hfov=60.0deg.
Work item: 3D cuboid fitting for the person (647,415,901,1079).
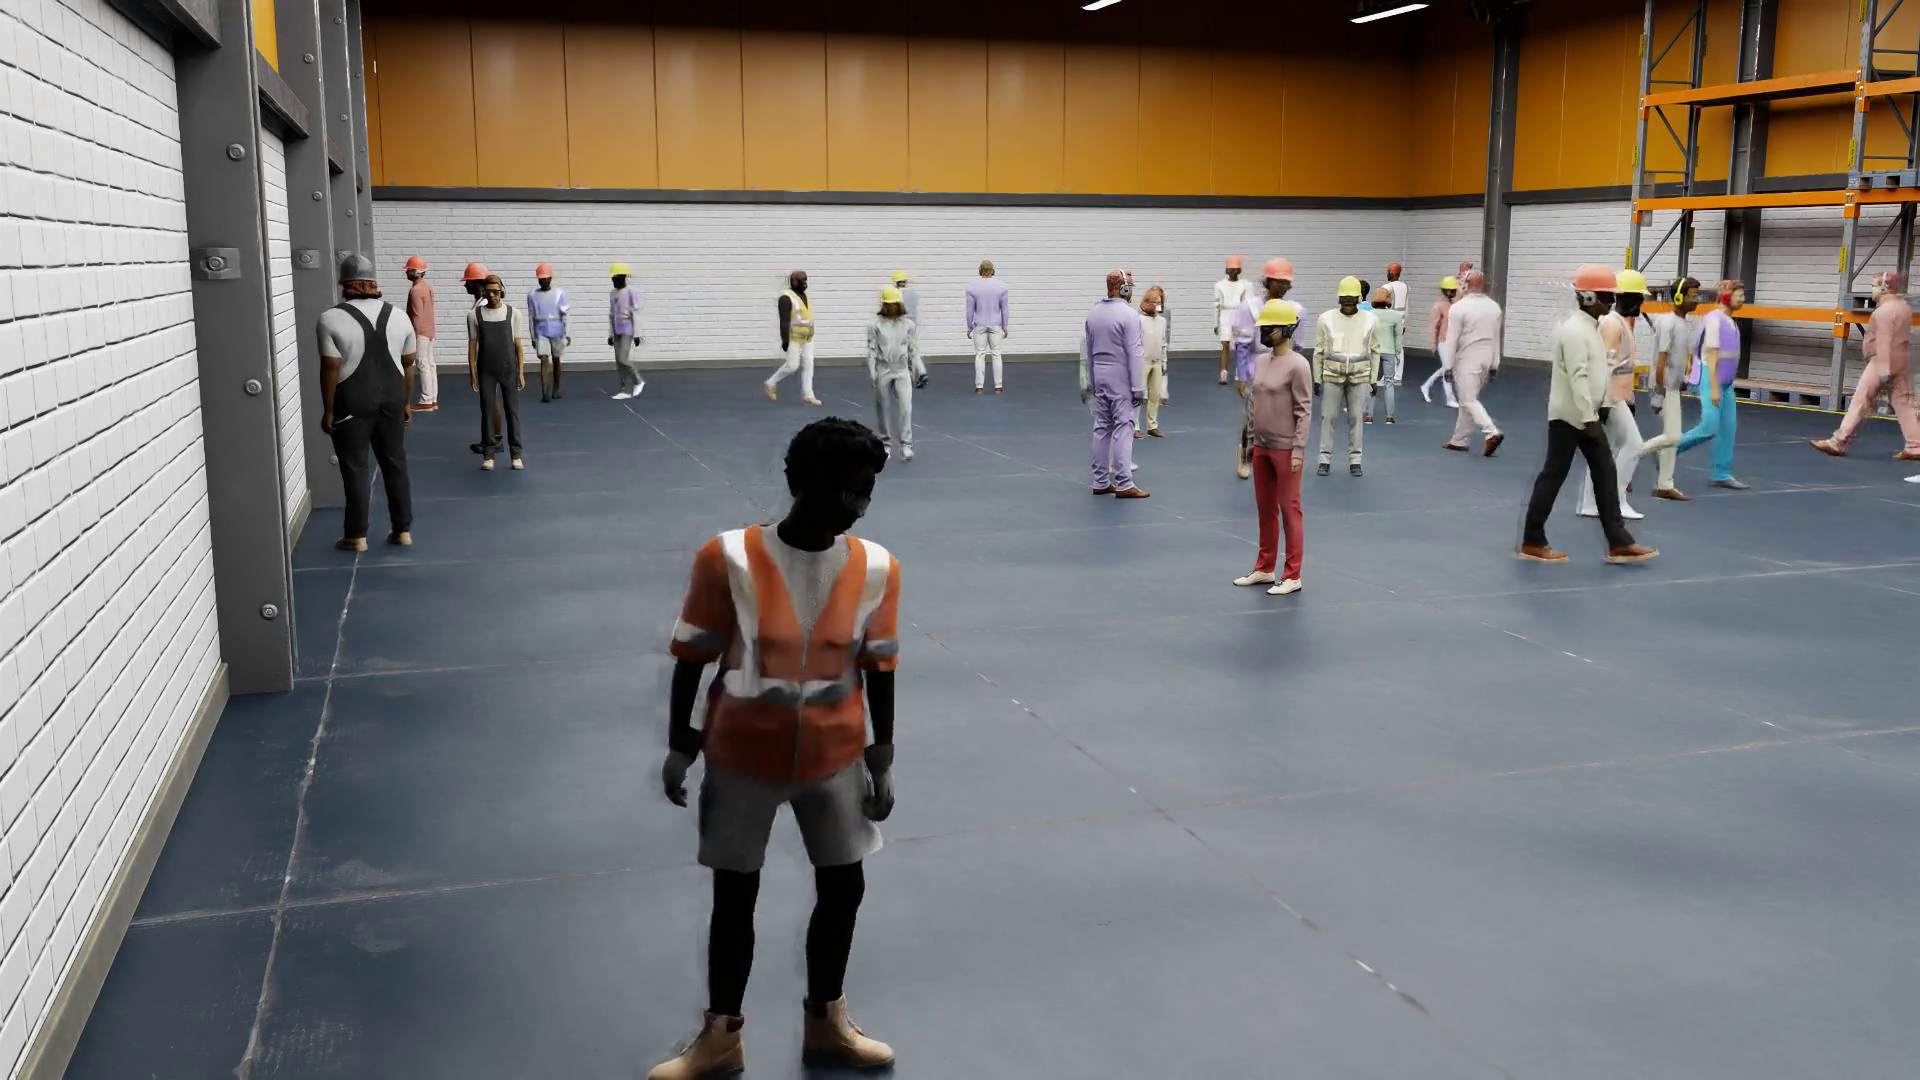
[{"bbox_3d":[-0.465,0.533,3.987,0.661,1.670,0.321,-3,10,-17],"label":"person"}]

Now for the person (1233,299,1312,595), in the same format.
[{"bbox_3d":[1.892,-0.558,10.008,0.311,1.768,0.532,-5,11,-26],"label":"person"}]

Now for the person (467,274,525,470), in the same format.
[{"bbox_3d":[-4.363,-1.571,15.668,0.505,1.842,0.332,-3,10,-15],"label":"person"}]

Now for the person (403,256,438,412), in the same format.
[{"bbox_3d":[-6.971,-2.659,21.504,0.372,1.996,0.620,0,10,-1],"label":"person"}]

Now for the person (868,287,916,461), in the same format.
[{"bbox_3d":[-0.649,-1.614,16.308,0.498,1.701,0.883,-2,10,-11],"label":"person"}]

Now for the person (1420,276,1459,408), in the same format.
[{"bbox_3d":[6.440,-2.646,22.146,0.521,1.740,0.782,-7,12,-36],"label":"person"}]

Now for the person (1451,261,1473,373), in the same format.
[{"bbox_3d":[8.076,-3.501,26.656,0.407,1.903,0.639,-8,12,-38],"label":"person"}]

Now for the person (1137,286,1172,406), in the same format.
[{"bbox_3d":[2.587,-2.562,22.080,0.511,1.605,0.752,-2,10,-11],"label":"person"}]

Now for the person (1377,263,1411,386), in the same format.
[{"bbox_3d":[6.639,-3.297,25.537,0.575,1.880,0.355,-6,12,-33],"label":"person"}]

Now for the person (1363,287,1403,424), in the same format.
[{"bbox_3d":[5.028,-2.200,19.894,0.497,1.633,0.278,2,10,11],"label":"person"}]

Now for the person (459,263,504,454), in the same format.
[{"bbox_3d":[-4.875,-1.848,16.979,0.379,1.938,0.547,-3,10,-19],"label":"person"}]

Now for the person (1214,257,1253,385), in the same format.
[{"bbox_3d":[4.287,-3.438,26.063,0.623,1.990,1.086,3,10,16],"label":"person"}]

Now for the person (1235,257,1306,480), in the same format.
[{"bbox_3d":[2.680,-1.452,14.495,0.618,2.015,0.907,-1,10,-5],"label":"person"}]

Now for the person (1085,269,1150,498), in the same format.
[{"bbox_3d":[1.332,-1.303,13.916,0.407,1.910,0.638,-7,12,-33],"label":"person"}]

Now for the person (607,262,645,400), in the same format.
[{"bbox_3d":[-4.696,-2.903,23.160,0.601,1.909,0.420,9,13,43],"label":"person"}]

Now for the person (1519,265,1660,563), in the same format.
[{"bbox_3d":[4.130,-0.786,10.783,0.946,1.954,0.623,7,12,36],"label":"person"}]

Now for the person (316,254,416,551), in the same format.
[{"bbox_3d":[-4.130,-0.954,11.504,0.536,2.000,0.688,9,14,43],"label":"person"}]

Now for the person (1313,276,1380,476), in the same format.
[{"bbox_3d":[3.532,-1.491,15.228,0.601,1.827,0.404,2,10,10],"label":"person"}]

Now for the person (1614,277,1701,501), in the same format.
[{"bbox_3d":[5.788,-1.236,13.717,0.545,1.846,0.530,7,12,35],"label":"person"}]

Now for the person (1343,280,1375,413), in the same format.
[{"bbox_3d":[5.106,-2.452,21.169,0.533,1.698,0.322,-6,11,-29],"label":"person"}]

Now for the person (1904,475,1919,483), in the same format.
[{"bbox_3d":[8.652,-1.290,14.625,0.413,1.624,0.536,9,13,41],"label":"person"}]

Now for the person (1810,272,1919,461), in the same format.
[{"bbox_3d":[9.112,-1.718,16.491,0.660,1.852,1.010,-9,13,-41],"label":"person"}]

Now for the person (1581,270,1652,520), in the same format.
[{"bbox_3d":[5.069,-1.089,12.656,0.611,1.906,0.624,4,11,24],"label":"person"}]

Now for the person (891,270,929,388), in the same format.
[{"bbox_3d":[-0.806,-3.189,25.181,0.602,1.798,0.875,-8,13,-40],"label":"person"}]

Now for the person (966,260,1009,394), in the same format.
[{"bbox_3d":[0.396,-3.073,24.085,0.627,1.934,0.370,0,10,0],"label":"person"}]

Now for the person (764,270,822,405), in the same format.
[{"bbox_3d":[-2.240,-2.717,22.368,0.738,1.818,0.633,6,11,30],"label":"person"}]

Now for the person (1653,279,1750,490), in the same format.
[{"bbox_3d":[6.492,-1.349,14.431,0.705,1.822,0.582,9,13,41],"label":"person"}]

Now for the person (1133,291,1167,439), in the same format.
[{"bbox_3d":[2.093,-1.930,18.368,0.505,1.628,0.276,-7,12,-35],"label":"person"}]

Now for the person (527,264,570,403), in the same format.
[{"bbox_3d":[-5.676,-2.857,22.982,0.566,1.896,0.982,-2,10,-13],"label":"person"}]

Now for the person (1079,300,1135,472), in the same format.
[{"bbox_3d":[1.354,-1.409,15.367,0.552,1.608,0.391,-2,10,-12],"label":"person"}]

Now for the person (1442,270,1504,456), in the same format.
[{"bbox_3d":[5.237,-1.793,16.873,0.655,1.877,0.891,-5,11,-29],"label":"person"}]
